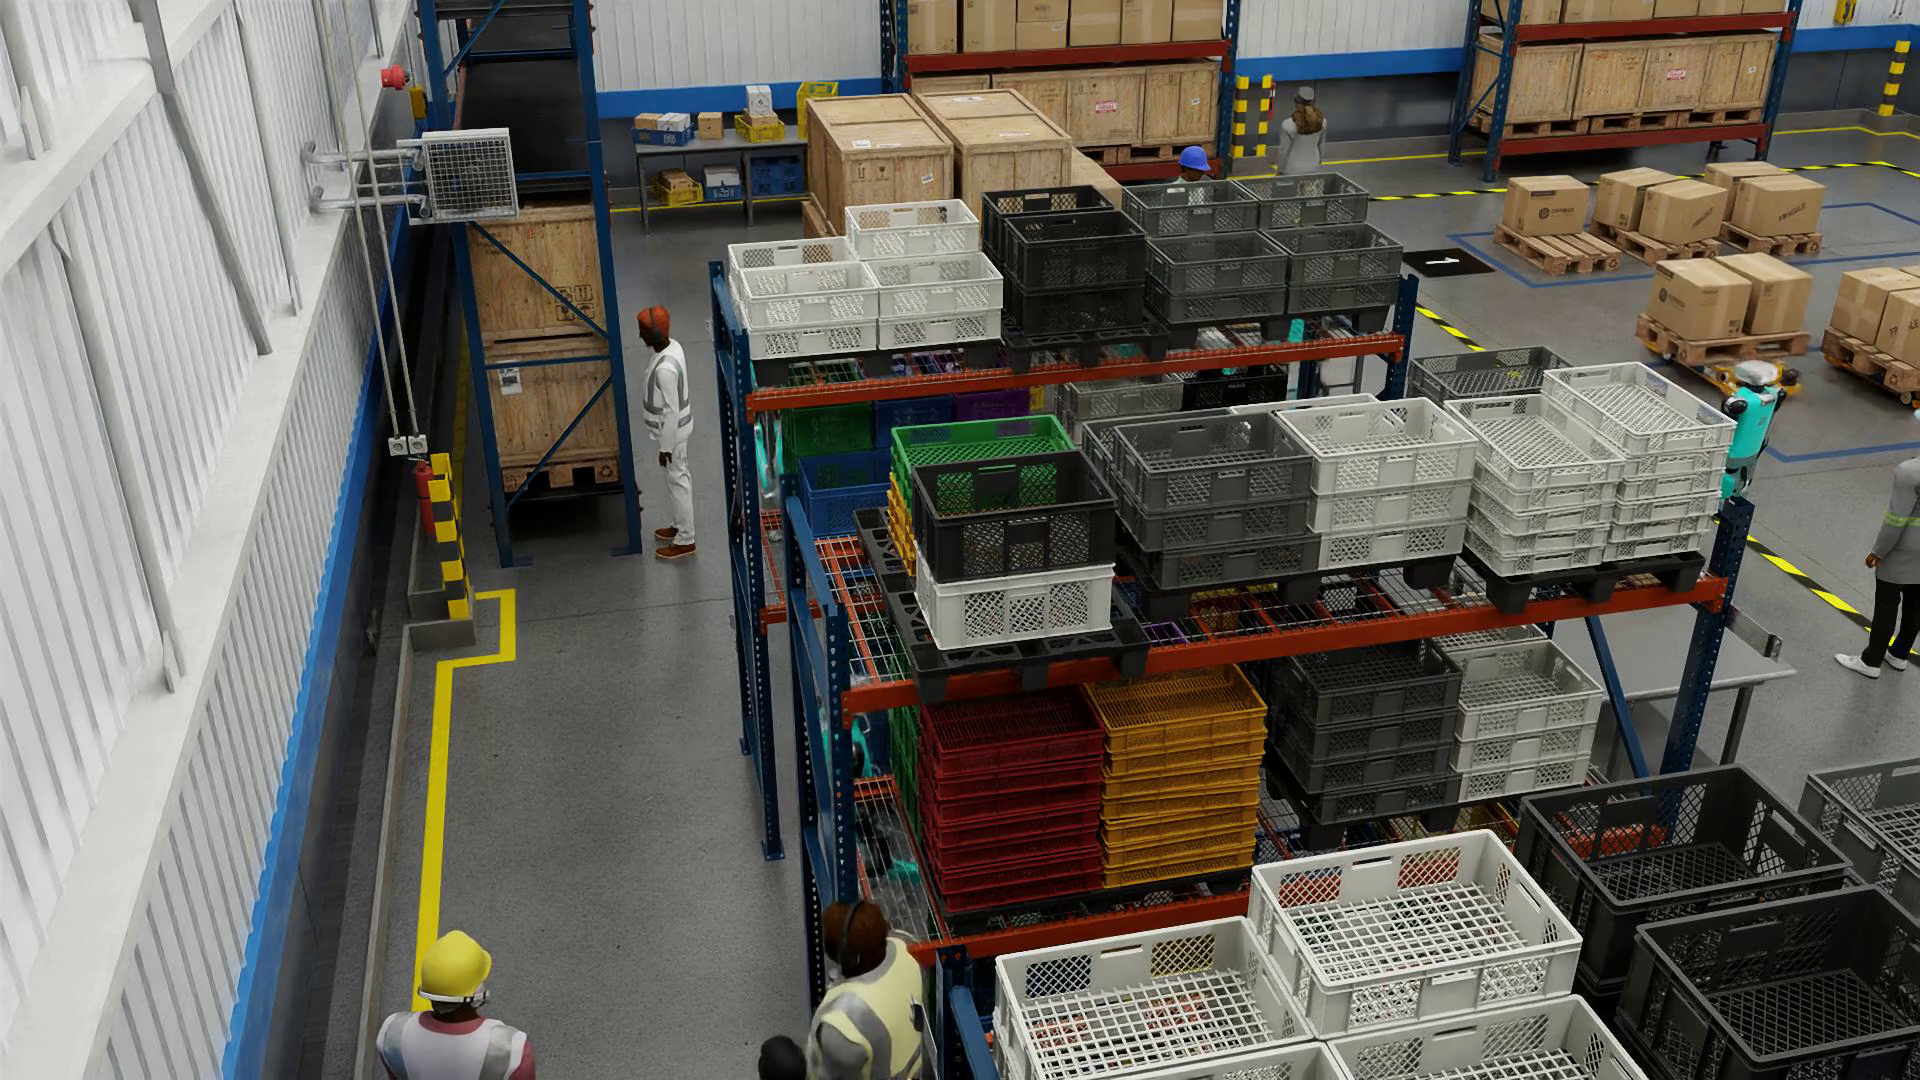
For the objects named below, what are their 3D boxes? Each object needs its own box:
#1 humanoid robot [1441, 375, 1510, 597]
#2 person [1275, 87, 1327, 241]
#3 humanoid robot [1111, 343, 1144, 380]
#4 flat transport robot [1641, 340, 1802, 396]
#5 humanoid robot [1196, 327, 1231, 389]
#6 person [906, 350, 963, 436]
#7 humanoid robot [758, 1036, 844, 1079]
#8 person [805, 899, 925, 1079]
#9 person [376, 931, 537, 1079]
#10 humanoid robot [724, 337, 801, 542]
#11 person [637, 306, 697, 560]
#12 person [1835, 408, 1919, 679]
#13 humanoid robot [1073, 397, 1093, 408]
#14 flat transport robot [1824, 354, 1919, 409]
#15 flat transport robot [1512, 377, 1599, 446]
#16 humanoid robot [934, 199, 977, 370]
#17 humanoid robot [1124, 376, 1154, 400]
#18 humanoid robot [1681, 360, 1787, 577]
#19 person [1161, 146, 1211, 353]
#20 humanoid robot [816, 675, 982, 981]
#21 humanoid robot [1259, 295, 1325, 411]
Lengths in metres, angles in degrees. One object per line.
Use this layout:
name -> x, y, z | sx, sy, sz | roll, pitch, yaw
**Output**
humanoid robot -> 3.445, -0.348, 11.202 | 0.610, 1.646, 0.335 | 14, 31, 25
person -> 3.693, -4.026, 18.073 | 0.563, 1.770, 0.396 | -10, 29, -18
humanoid robot -> 1.470, -1.796, 13.921 | 0.937, 1.805, 0.563 | 23, 35, 36
flat transport robot -> 6.931, -1.664, 15.174 | 0.652, 0.197, 1.431 | -6, 28, -12
humanoid robot -> 1.995, -0.556, 11.626 | 0.818, 1.852, 0.549 | 8, 29, 15
person -> -0.181, -0.723, 11.593 | 1.063, 1.980, 0.633 | -20, 34, -33
humanoid robot -> -0.595, 2.383, 6.045 | 0.590, 1.632, 0.656 | -15, 31, -26
person -> -0.364, 2.109, 6.364 | 0.430, 1.837, 0.653 | 11, 30, 20
person -> -1.789, 2.212, 6.189 | 0.584, 1.824, 0.405 | 4, 28, 7
humanoid robot -> -1.356, -0.719, 11.836 | 0.597, 1.774, 0.872 | -2, 28, -4
person -> -2.066, -0.767, 11.766 | 0.356, 1.887, 0.572 | -4, 28, -7
person -> 5.903, 0.006, 10.336 | 0.588, 1.852, 0.370 | -10, 29, -18
humanoid robot -> 0.753, -0.246, 10.994 | 0.367, 1.644, 0.609 | -7, 29, -13
flat transport robot -> 8.473, -1.467, 14.800 | 0.652, 0.197, 1.431 | -6, 28, -12
flat transport robot -> 4.780, -1.036, 14.013 | 0.659, 0.231, 1.431 | -6, 28, -12
humanoid robot -> -0.078, -2.234, 14.786 | 0.584, 1.640, 0.593 | -7, 29, -14
humanoid robot -> 1.208, -0.535, 11.597 | 0.644, 1.640, 0.633 | 23, 35, 36
humanoid robot -> 5.020, -0.480, 11.241 | 0.533, 1.674, 0.735 | -15, 31, -26
person -> 2.054, -2.669, 15.325 | 0.411, 1.939, 0.602 | 20, 34, 33
humanoid robot -> -0.184, 1.366, 7.900 | 0.987, 1.758, 0.548 | -7, 29, -14
humanoid robot -> 2.564, -1.105, 12.571 | 0.535, 1.776, 0.786 | -5, 28, -10
